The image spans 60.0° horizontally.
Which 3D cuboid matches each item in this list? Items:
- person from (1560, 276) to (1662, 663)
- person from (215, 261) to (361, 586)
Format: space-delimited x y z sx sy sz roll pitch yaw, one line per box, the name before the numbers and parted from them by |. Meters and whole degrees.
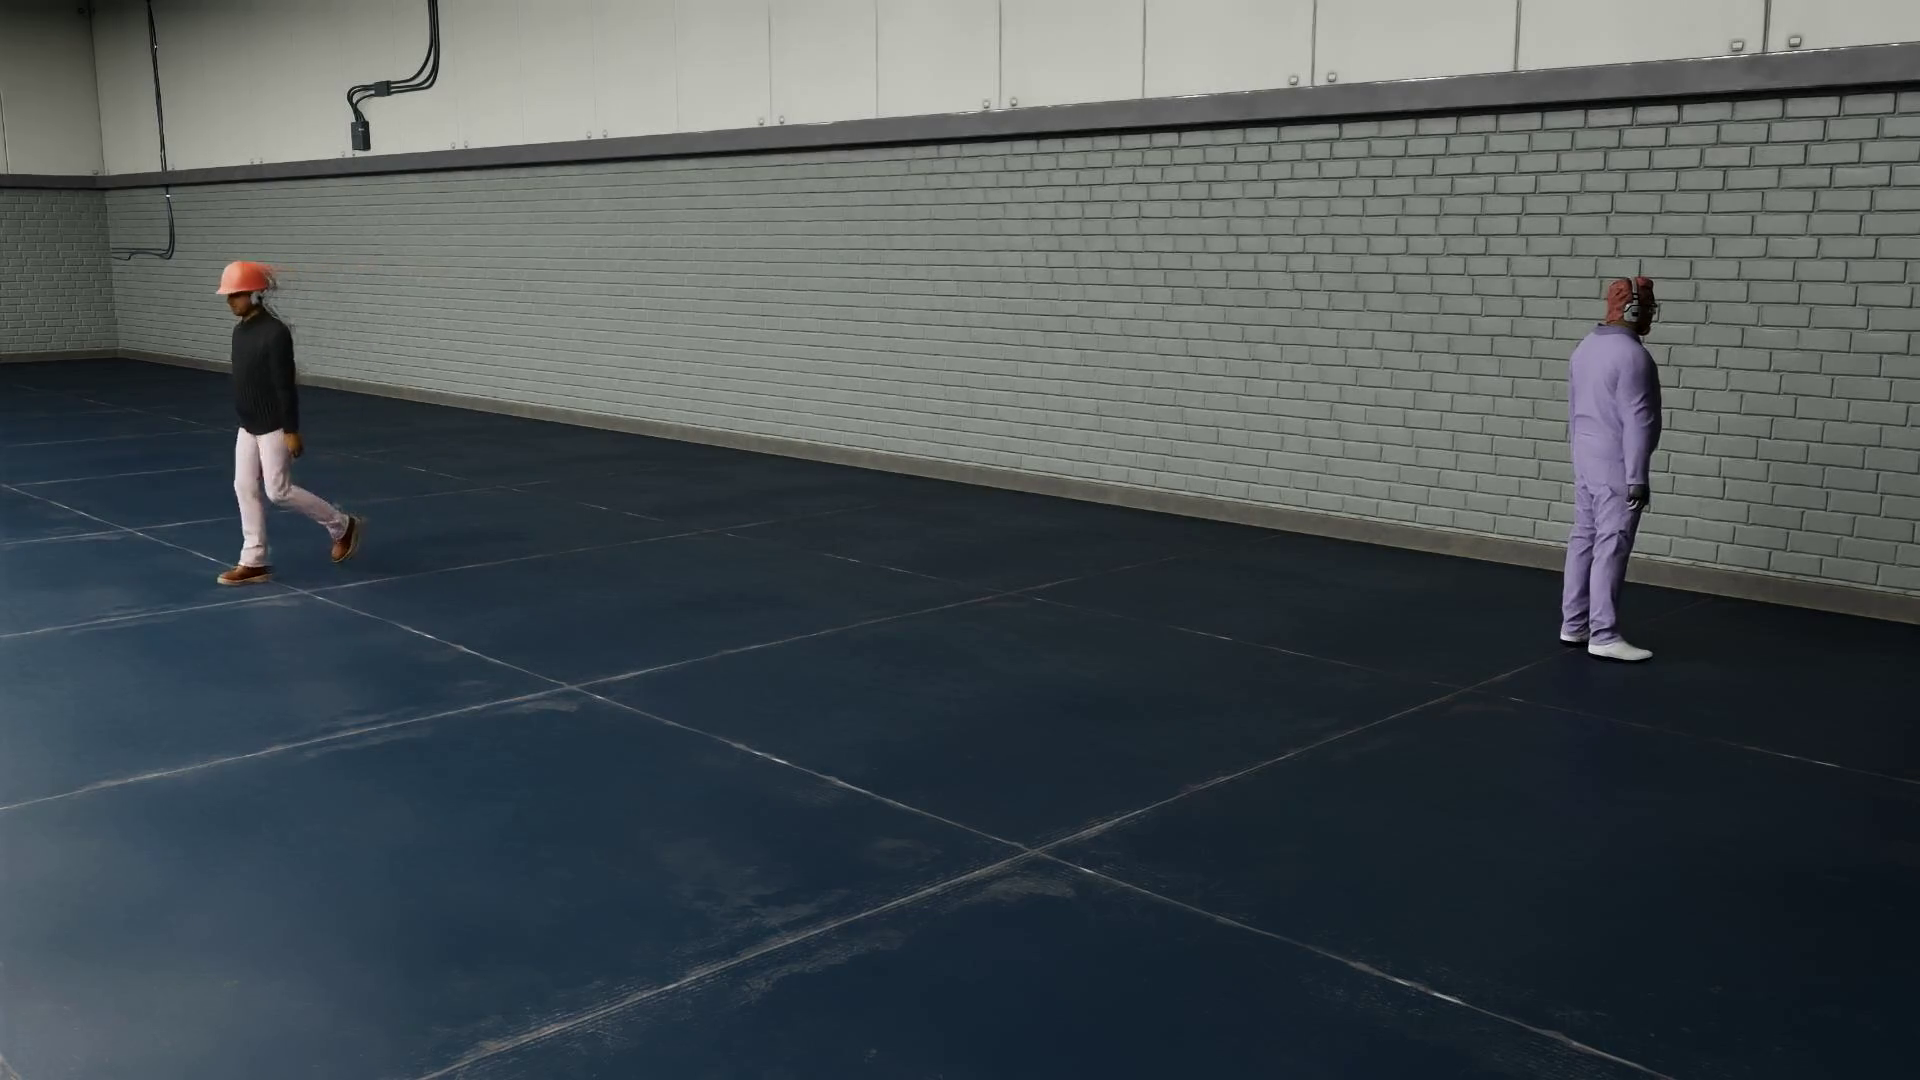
person | 3.305 -0.362 8.370 0.401 1.907 0.648 -1 10 -5
person | -4.176 -0.723 10.197 0.620 1.965 0.783 9 14 42
